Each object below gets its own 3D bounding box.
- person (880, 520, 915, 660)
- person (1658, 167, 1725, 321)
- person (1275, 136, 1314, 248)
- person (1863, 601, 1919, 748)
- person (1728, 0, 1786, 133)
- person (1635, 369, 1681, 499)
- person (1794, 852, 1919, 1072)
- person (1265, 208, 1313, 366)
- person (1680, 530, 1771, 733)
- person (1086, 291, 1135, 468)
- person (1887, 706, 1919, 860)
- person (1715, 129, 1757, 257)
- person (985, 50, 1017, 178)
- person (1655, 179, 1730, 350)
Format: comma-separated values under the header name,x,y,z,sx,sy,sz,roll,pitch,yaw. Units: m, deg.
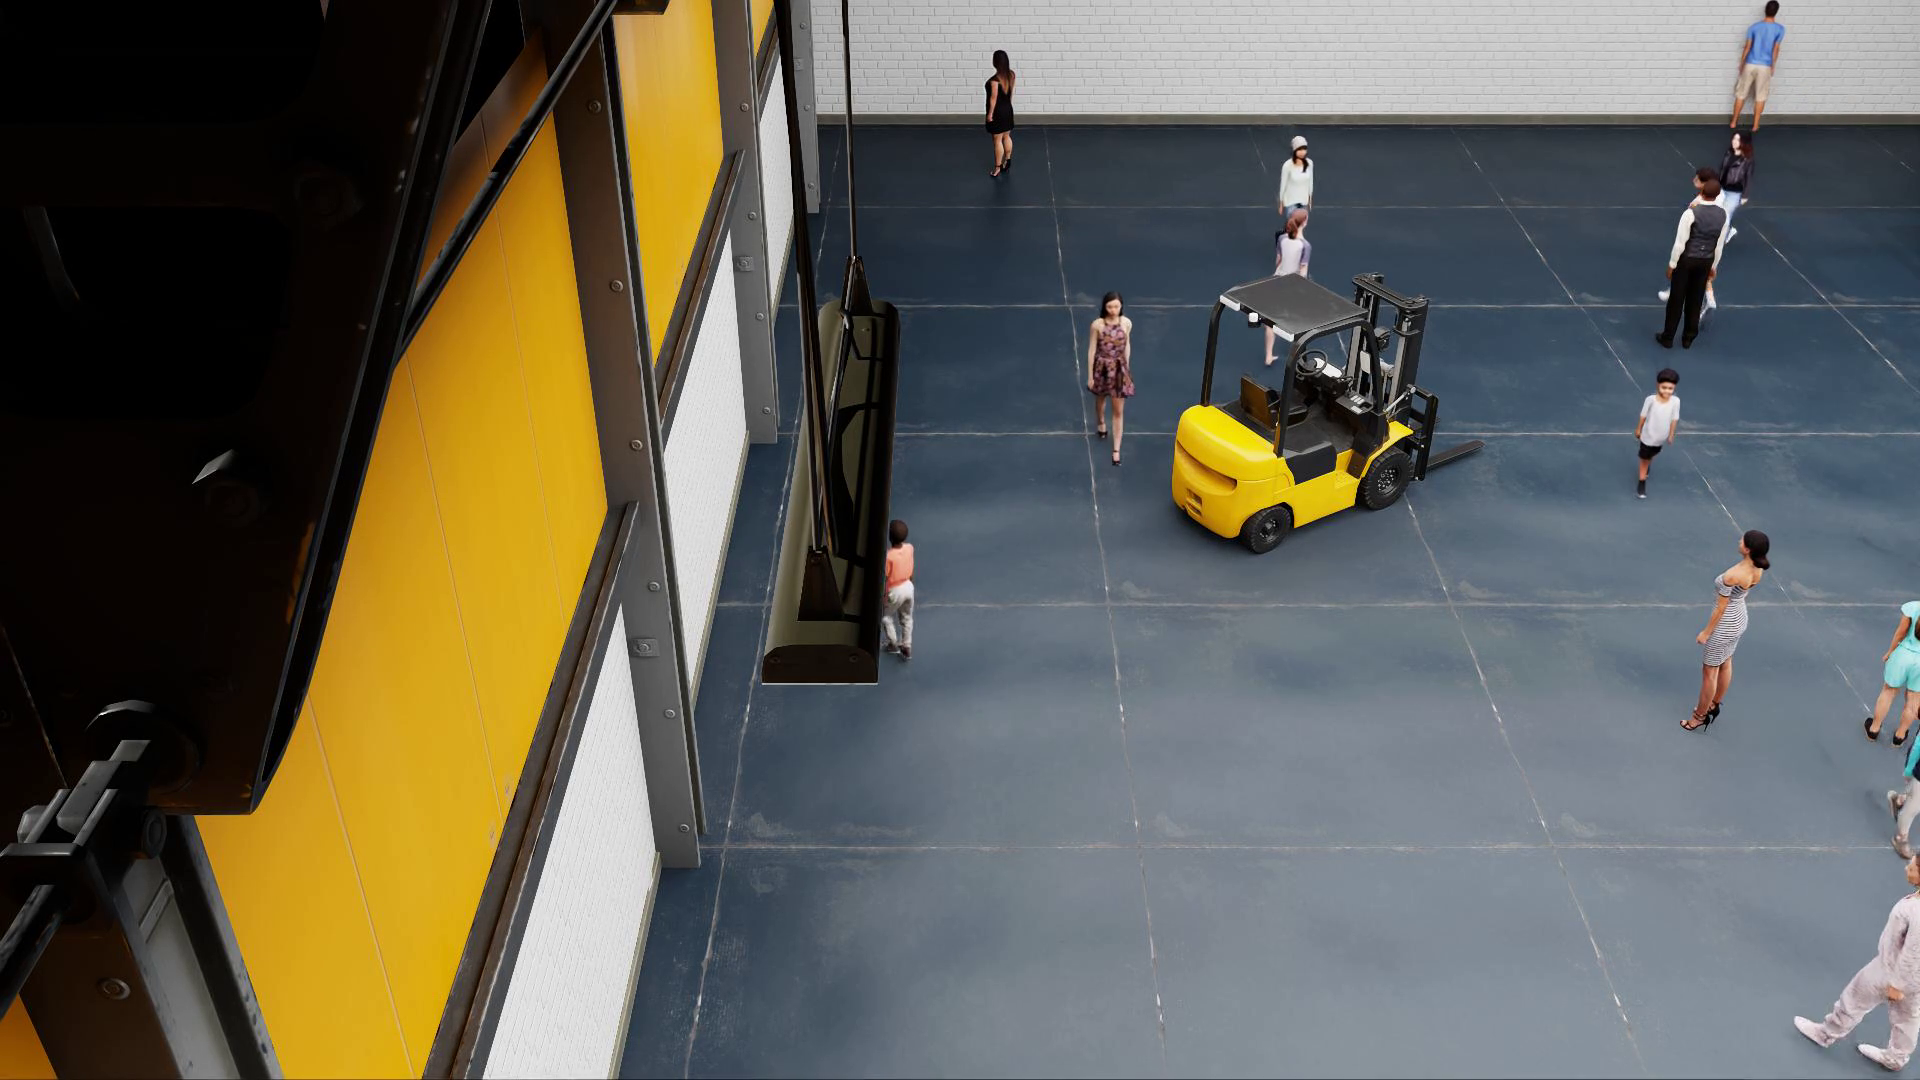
name,x,y,z,sx,sy,sz,roll,pitch,yaw
person,-0.470,0.436,13.563,0.598,1.303,0.643,-23,40,-31
person,8.417,-3.337,18.845,0.957,1.740,1.182,-12,35,-17
person,4.014,-4.102,20.096,0.777,1.630,1.033,-11,35,-15
person,7.253,0.896,12.641,0.641,1.558,0.674,16,37,23
person,11.506,-6.829,23.989,0.756,1.862,0.768,15,37,22
person,6.654,-1.083,15.903,0.623,1.244,0.938,7,34,10
person,5.761,2.598,9.982,0.945,1.668,1.006,-29,43,-36
person,3.484,-2.683,17.871,0.993,1.731,1.133,22,39,29
person,5.863,0.690,12.712,0.679,1.822,0.722,-24,41,-32
person,1.436,-1.647,16.322,0.723,1.719,1.188,-4,34,-6
person,6.828,1.555,11.715,0.604,1.486,0.732,-2,34,-4
person,9.465,-4.241,20.317,0.921,1.616,0.885,-18,38,-25
person,0.559,-5.779,22.539,0.812,1.718,0.725,22,39,29
person,8.028,-3.020,18.210,0.699,1.917,0.573,1,34,2
